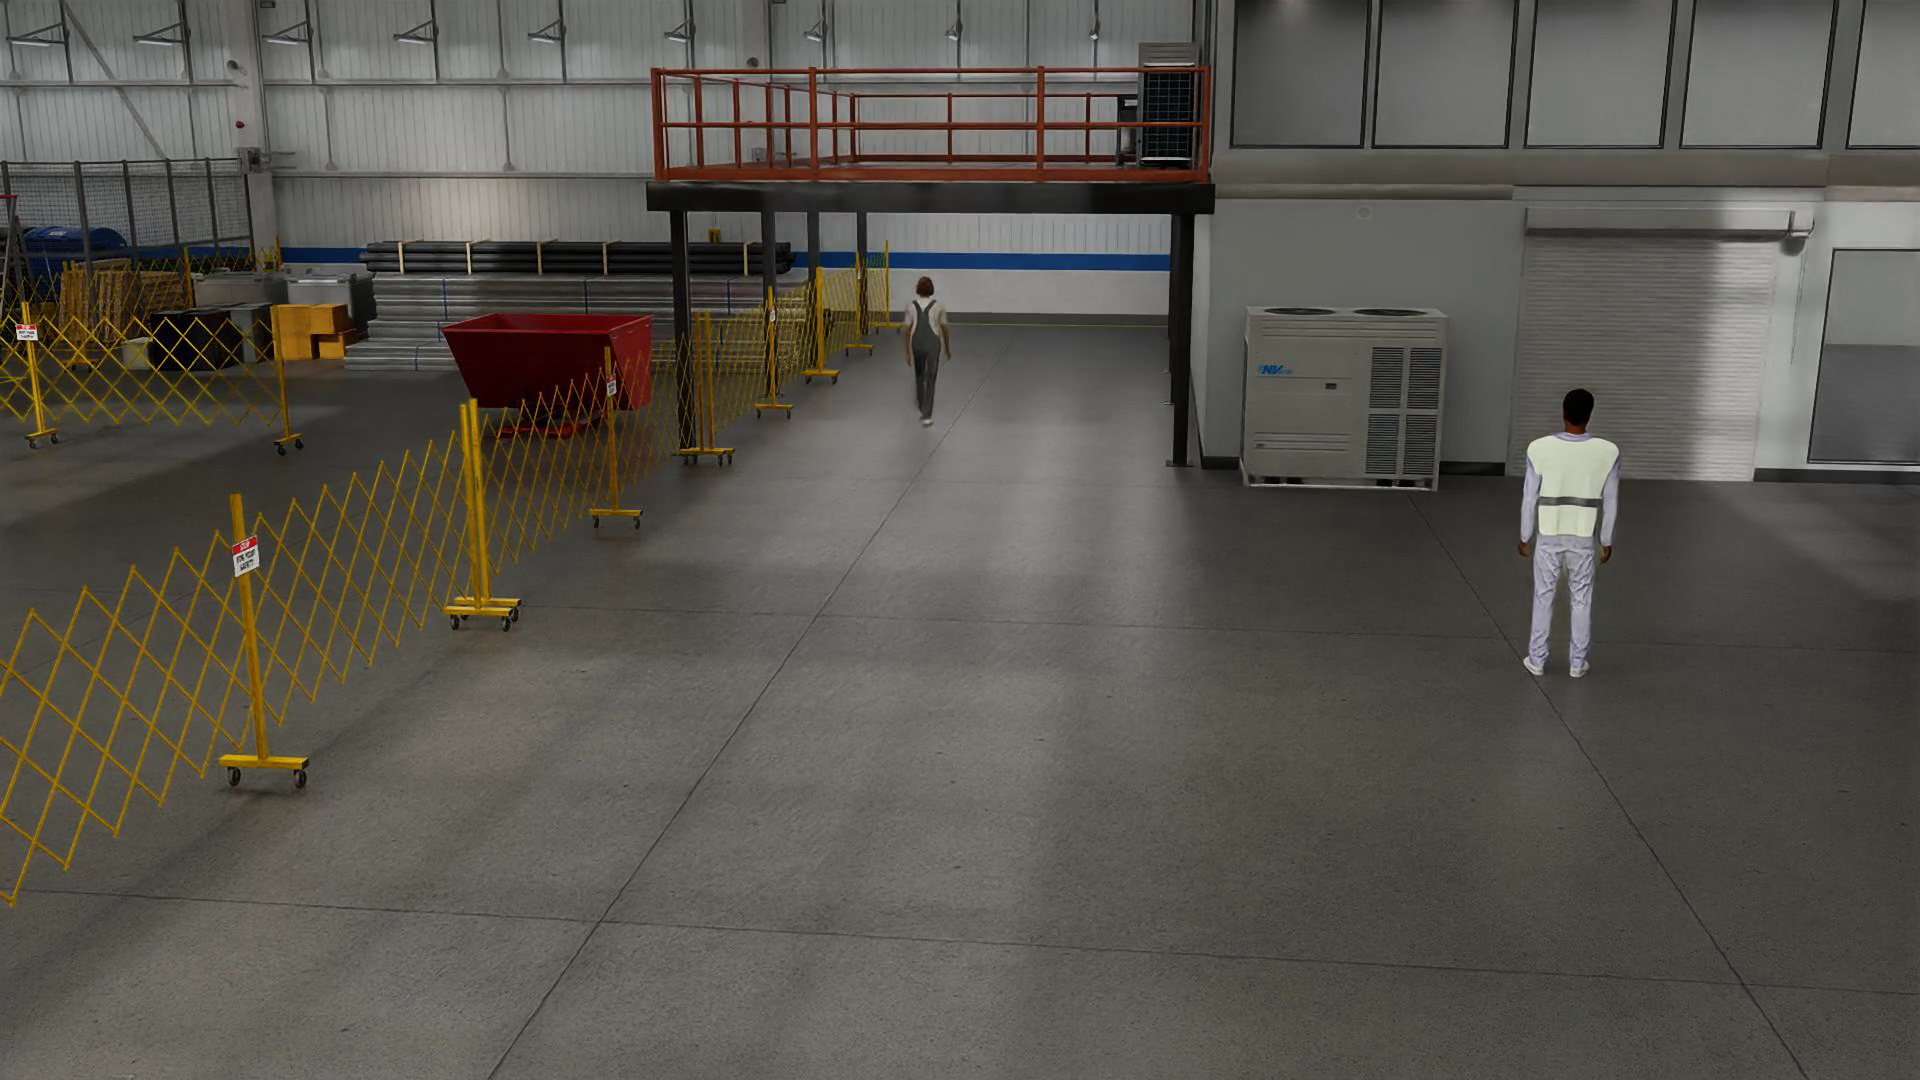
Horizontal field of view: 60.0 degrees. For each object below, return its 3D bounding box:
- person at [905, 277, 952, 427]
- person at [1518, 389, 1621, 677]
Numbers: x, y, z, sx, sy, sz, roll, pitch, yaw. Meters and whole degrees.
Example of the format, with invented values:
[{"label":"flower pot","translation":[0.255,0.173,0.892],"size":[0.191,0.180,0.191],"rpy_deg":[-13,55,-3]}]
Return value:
[{"label":"person","translation":[-0.390,-2.349,20.634],"size":[0.534,1.804,0.933],"rpy_deg":[3,14,11]},{"label":"person","translation":[3.993,-0.037,10.945],"size":[0.599,1.917,0.377],"rpy_deg":[4,14,14]}]
